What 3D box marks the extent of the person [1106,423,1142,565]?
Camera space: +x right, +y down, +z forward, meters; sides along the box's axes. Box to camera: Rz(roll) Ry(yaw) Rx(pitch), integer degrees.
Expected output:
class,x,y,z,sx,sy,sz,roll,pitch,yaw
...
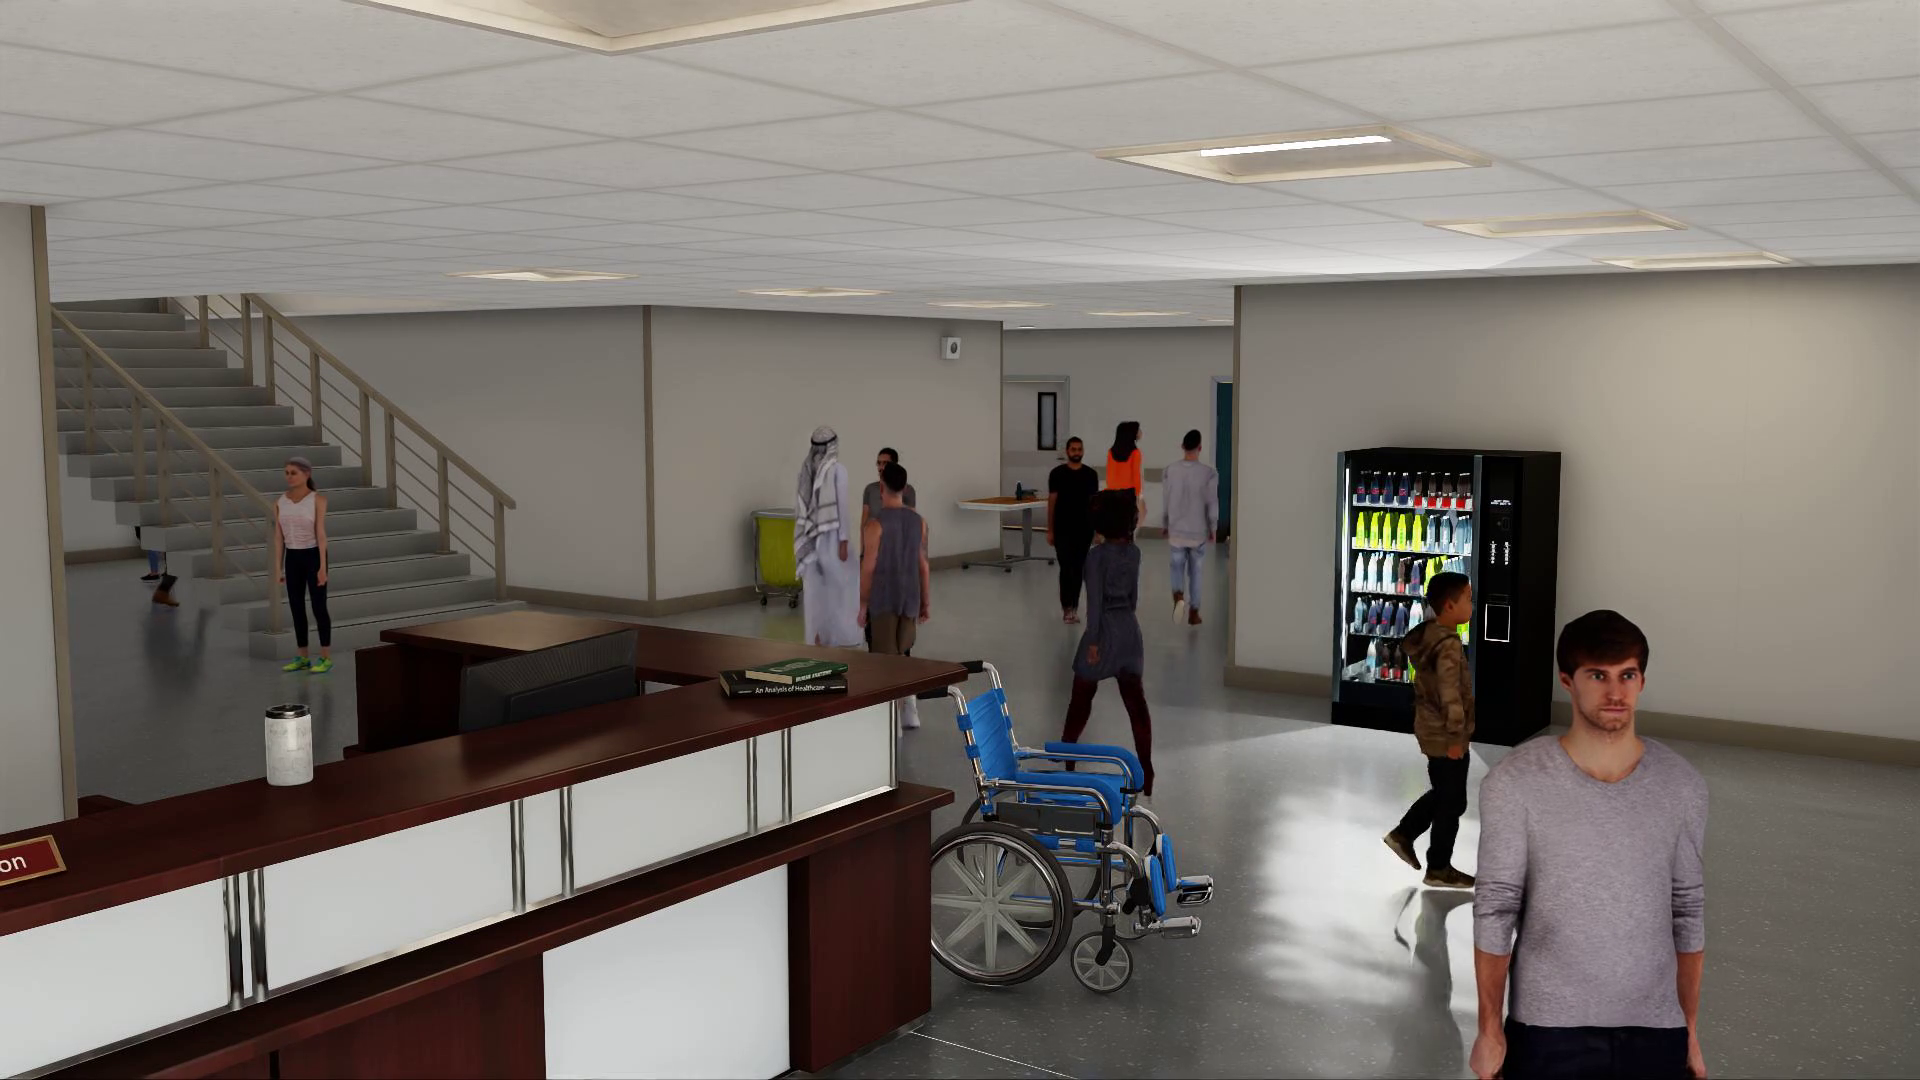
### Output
class,x,y,z,sx,sy,sz,roll,pitch,yaw
person,1.994,-0.573,20.424,0.489,1.747,0.688,5,7,40

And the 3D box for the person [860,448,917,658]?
class,x,y,z,sx,sy,sz,roll,pitch,yaw
person,-0.568,0.134,13.360,0.580,1.754,0.742,2,6,17

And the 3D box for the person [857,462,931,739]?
class,x,y,z,sx,sy,sz,roll,pitch,yaw
person,-0.393,0.421,10.711,0.701,1.834,0.714,-4,7,-36

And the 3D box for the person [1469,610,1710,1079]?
class,x,y,z,sx,sy,sz,roll,pitch,yaw
person,1.387,1.064,3.668,0.693,1.844,0.800,0,6,0

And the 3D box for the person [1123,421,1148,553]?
class,x,y,z,sx,sy,sz,roll,pitch,yaw
person,2.097,-0.653,21.334,0.766,1.724,0.719,0,6,-2

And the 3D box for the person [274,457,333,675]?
class,x,y,z,sx,sy,sz,roll,pitch,yaw
person,-5.140,0.189,13.074,0.596,1.702,0.726,1,6,12

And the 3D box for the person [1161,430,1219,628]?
class,x,y,z,sx,sy,sz,roll,pitch,yaw
person,2.075,-0.086,15.209,1.000,1.821,0.953,2,6,15

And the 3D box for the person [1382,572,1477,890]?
class,x,y,z,sx,sy,sz,roll,pitch,yaw
person,2.139,0.870,7.596,0.784,1.442,0.728,0,6,1

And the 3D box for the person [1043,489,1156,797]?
class,x,y,z,sx,sy,sz,roll,pitch,yaw
person,0.904,0.597,9.167,0.840,1.672,1.146,-4,7,-37

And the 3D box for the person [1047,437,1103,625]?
class,x,y,z,sx,sy,sz,roll,pitch,yaw
person,1.042,-0.088,15.597,0.866,1.748,0.927,-1,6,-10

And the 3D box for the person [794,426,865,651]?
class,x,y,z,sx,sy,sz,roll,pitch,yaw
person,-1.152,0.037,13.546,0.872,1.909,0.835,3,6,27
